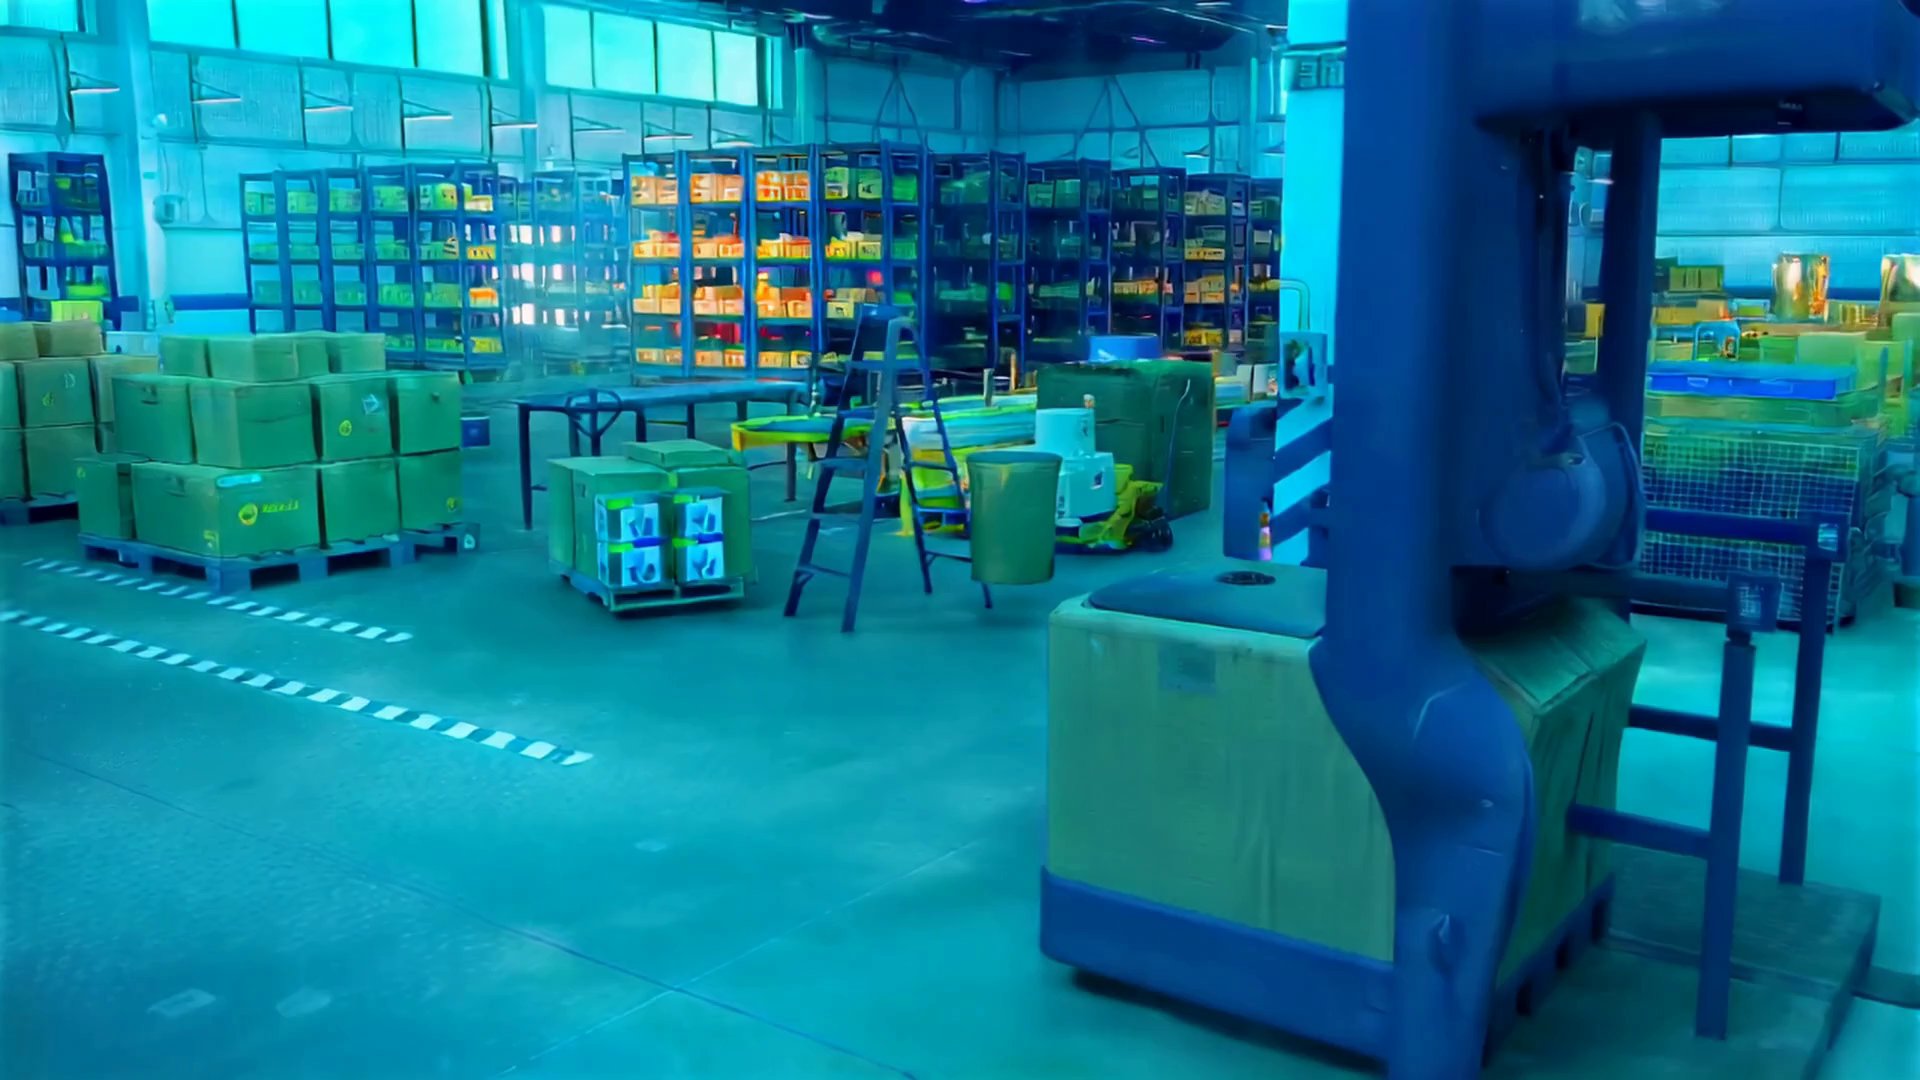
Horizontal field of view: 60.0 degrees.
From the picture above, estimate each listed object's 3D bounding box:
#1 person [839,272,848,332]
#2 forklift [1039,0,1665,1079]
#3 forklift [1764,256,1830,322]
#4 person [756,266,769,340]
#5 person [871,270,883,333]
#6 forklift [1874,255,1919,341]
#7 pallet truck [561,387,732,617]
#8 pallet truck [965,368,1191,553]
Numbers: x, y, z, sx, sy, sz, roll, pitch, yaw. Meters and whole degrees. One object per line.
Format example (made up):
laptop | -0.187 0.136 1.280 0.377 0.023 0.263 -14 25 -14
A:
person | -2.412 -4.664 34.544 0.596 1.793 0.960 8 13 41
forklift | 1.249 -0.137 4.360 1.873 2.768 1.129 7 12 35
forklift | 20.253 -5.854 40.139 1.157 1.987 2.680 7 12 35
person | -3.474 -3.928 29.566 0.396 1.992 0.623 2 10 14
person | -1.698 -4.521 33.580 0.404 1.830 0.601 1 10 6
forklift | 22.089 -5.634 38.796 1.157 1.987 2.680 6 11 33
pallet truck | -1.981 -0.274 10.088 0.680 1.201 1.601 -5 11 -28
pallet truck | 0.845 -0.609 11.869 1.630 1.274 0.653 7 12 35
